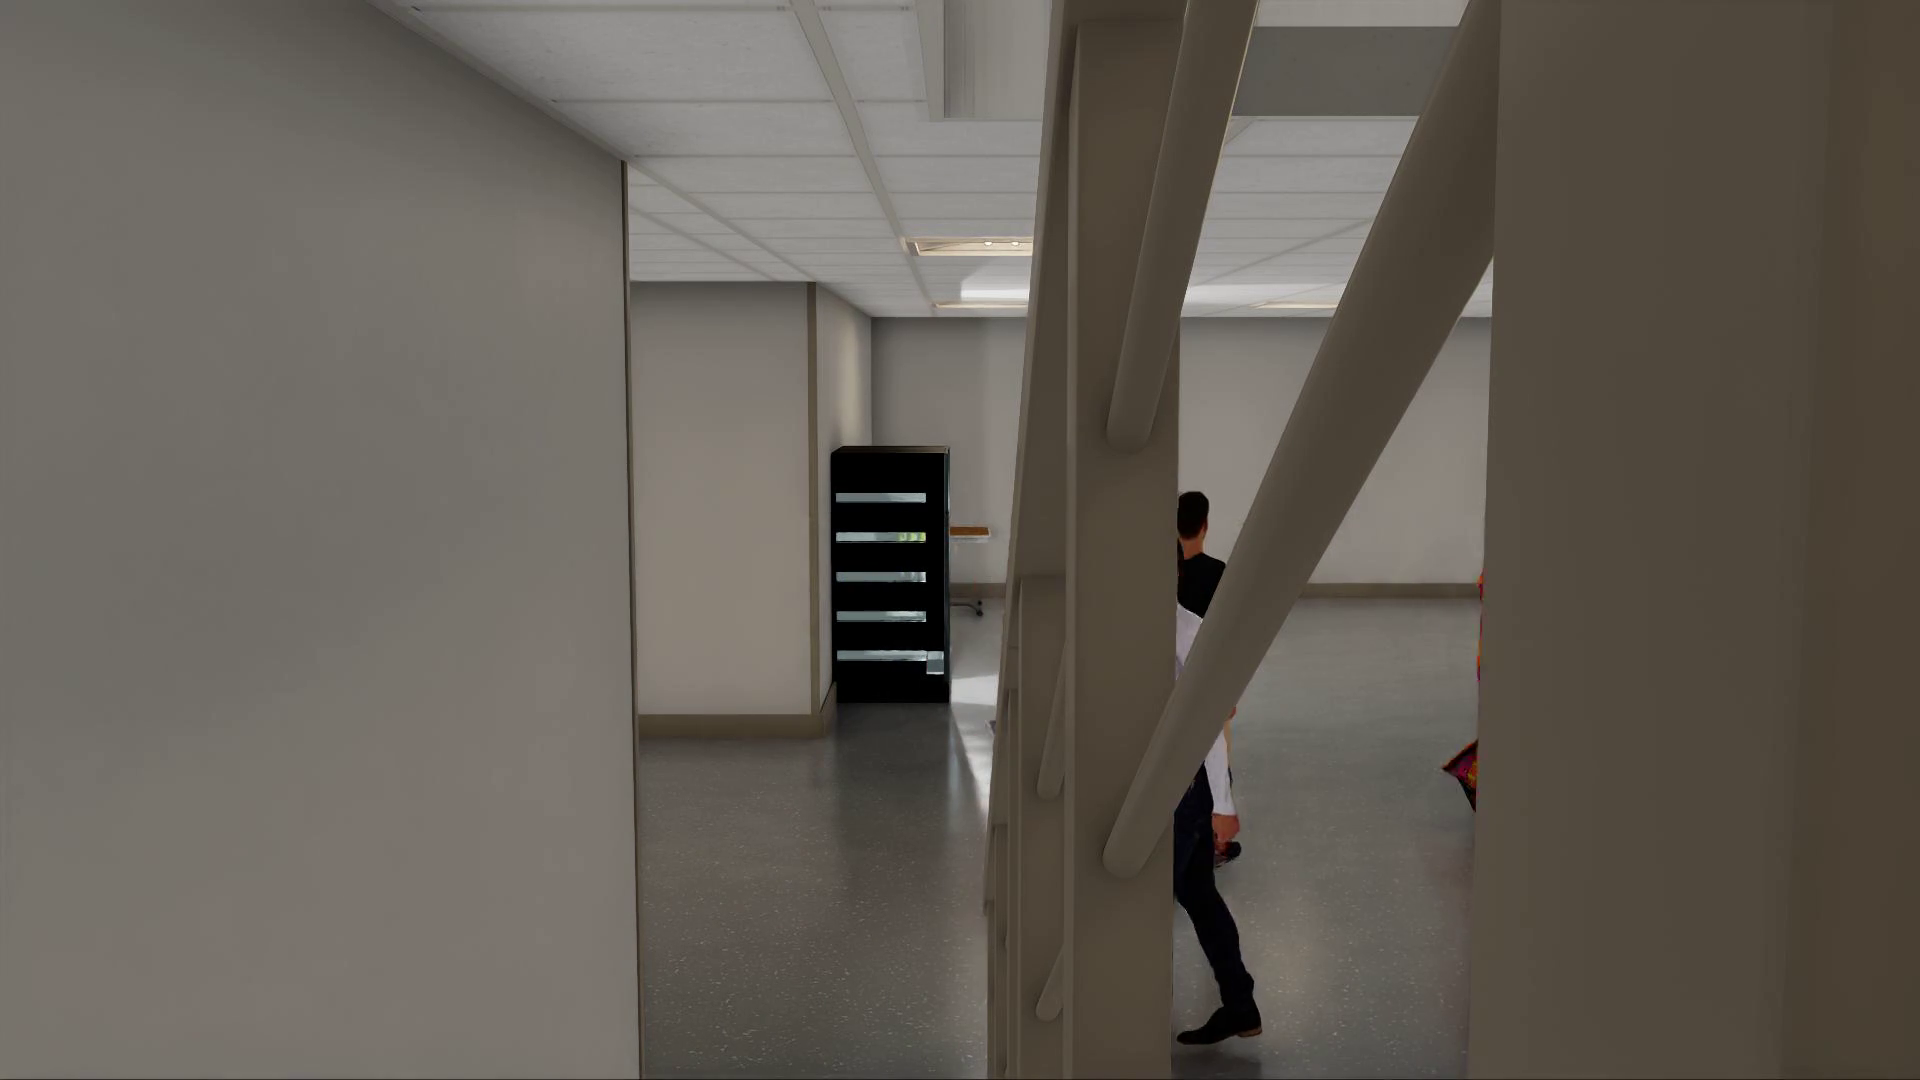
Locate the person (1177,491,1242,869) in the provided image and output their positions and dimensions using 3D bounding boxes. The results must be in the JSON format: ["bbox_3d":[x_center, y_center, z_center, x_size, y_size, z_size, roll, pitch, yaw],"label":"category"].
[{"bbox_3d":[1.035,0.717,7.744,0.897,1.829,1.034,3,6,26],"label":"person"}]
